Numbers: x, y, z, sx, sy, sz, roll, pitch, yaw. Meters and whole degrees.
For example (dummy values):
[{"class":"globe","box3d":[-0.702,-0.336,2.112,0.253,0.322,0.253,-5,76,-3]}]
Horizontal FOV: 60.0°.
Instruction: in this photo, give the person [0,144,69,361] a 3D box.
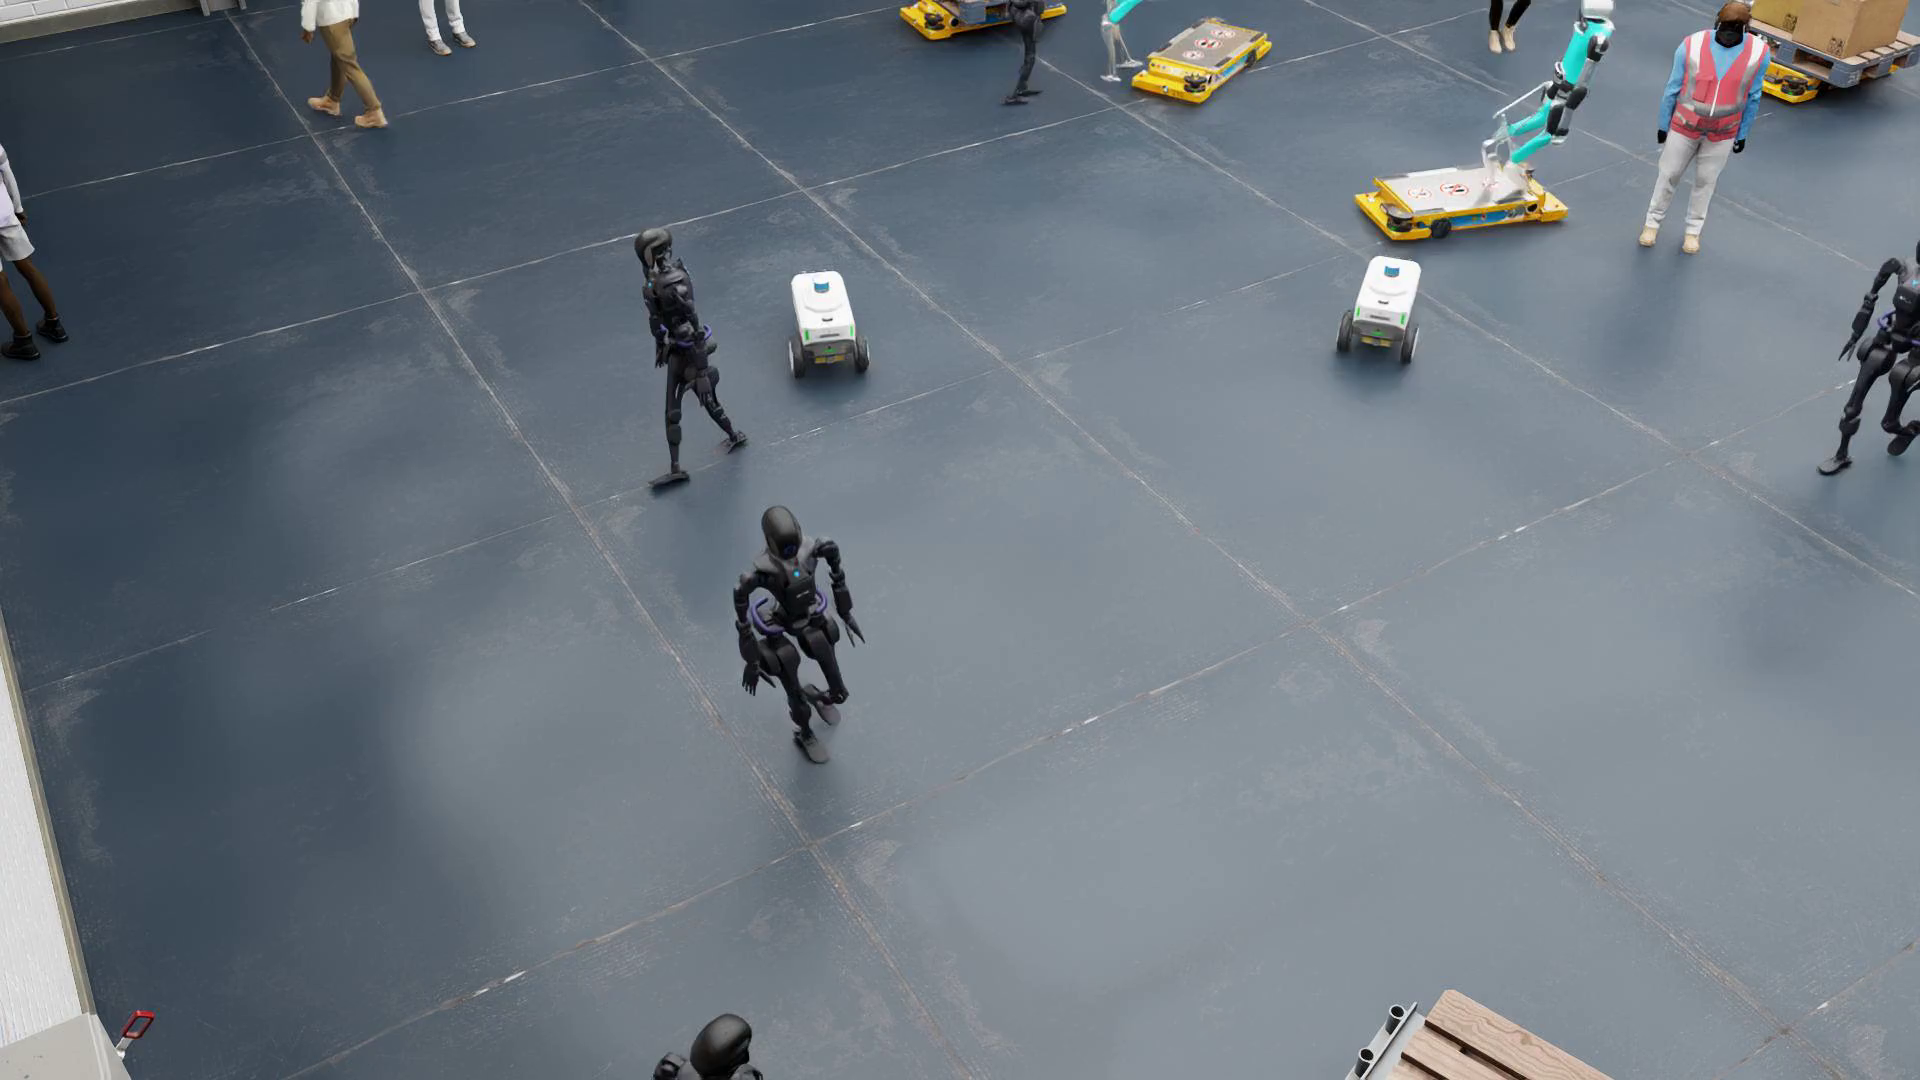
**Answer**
[{"class":"person","box3d":[-6.201,-2.048,10.534,0.373,1.935,0.550,17,41,20]}]

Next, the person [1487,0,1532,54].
[{"class":"person","box3d":[4.841,-5.066,14.540,0.539,1.672,0.406,-2,38,-2]}]

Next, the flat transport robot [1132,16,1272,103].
[{"class":"flat transport robot","box3d":[2.145,-4.235,14.635,0.659,0.231,1.431,22,44,26]}]

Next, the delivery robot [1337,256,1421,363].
[{"class":"delivery robot","box3d":[2.826,-1.569,11.035,0.499,0.587,0.788,13,40,15]}]

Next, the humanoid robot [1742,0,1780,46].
[{"class":"humanoid robot","box3d":[7.123,-5.122,14.465,0.735,1.677,0.533,-11,40,-14]}]

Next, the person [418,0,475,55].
[{"class":"person","box3d":[-4.657,-5.215,14.585,0.576,1.879,0.355,-31,48,-33]}]

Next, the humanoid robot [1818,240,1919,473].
[{"class":"humanoid robot","box3d":[5.460,-1.118,9.582,0.631,1.619,0.614,-21,43,-24]}]

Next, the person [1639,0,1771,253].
[{"class":"person","box3d":[5.225,-2.894,11.690,0.628,1.837,0.431,12,40,15]}]

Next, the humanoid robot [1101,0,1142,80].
[{"class":"humanoid robot","box3d":[1.430,-4.826,14.221,0.816,1.798,0.543,-1,38,-1]}]

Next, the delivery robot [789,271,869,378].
[{"class":"delivery robot","box3d":[-0.893,-1.447,10.880,0.499,0.586,0.772,-7,39,-9]}]

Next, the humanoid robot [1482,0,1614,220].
[{"class":"humanoid robot","box3d":[4.118,-3.084,11.999,0.826,1.754,0.562,1,38,1]}]

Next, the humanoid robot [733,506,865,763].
[{"class":"humanoid robot","box3d":[-0.747,0.420,7.638,0.635,1.625,0.481,-21,43,-25]}]

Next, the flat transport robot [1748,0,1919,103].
[{"class":"flat transport robot","box3d":[7.484,-4.148,14.525,1.431,0.231,0.659,-21,43,-24]}]

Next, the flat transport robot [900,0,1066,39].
[{"class":"flat transport robot","box3d":[0.218,-5.003,15.605,1.431,0.231,0.659,-17,42,-21]}]

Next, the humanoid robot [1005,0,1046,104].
[{"class":"humanoid robot","box3d":[0.557,-4.435,13.757,0.315,1.641,0.608,-10,39,-12]}]

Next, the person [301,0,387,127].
[{"class":"person","box3d":[-5.113,-4.177,13.372,0.761,1.729,0.552,6,39,8]}]

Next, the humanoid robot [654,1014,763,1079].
[{"class":"humanoid robot","box3d":[-0.785,2.132,5.474,0.590,1.646,0.440,16,41,19]}]

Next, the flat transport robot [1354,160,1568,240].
[{"class":"flat transport robot","box3d":[3.771,-2.555,12.515,1.431,0.231,0.659,-9,39,-12]}]

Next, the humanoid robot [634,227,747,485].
[{"class":"humanoid robot","box3d":[-1.572,-1.071,9.557,0.720,1.620,0.609,-25,45,-28]}]
